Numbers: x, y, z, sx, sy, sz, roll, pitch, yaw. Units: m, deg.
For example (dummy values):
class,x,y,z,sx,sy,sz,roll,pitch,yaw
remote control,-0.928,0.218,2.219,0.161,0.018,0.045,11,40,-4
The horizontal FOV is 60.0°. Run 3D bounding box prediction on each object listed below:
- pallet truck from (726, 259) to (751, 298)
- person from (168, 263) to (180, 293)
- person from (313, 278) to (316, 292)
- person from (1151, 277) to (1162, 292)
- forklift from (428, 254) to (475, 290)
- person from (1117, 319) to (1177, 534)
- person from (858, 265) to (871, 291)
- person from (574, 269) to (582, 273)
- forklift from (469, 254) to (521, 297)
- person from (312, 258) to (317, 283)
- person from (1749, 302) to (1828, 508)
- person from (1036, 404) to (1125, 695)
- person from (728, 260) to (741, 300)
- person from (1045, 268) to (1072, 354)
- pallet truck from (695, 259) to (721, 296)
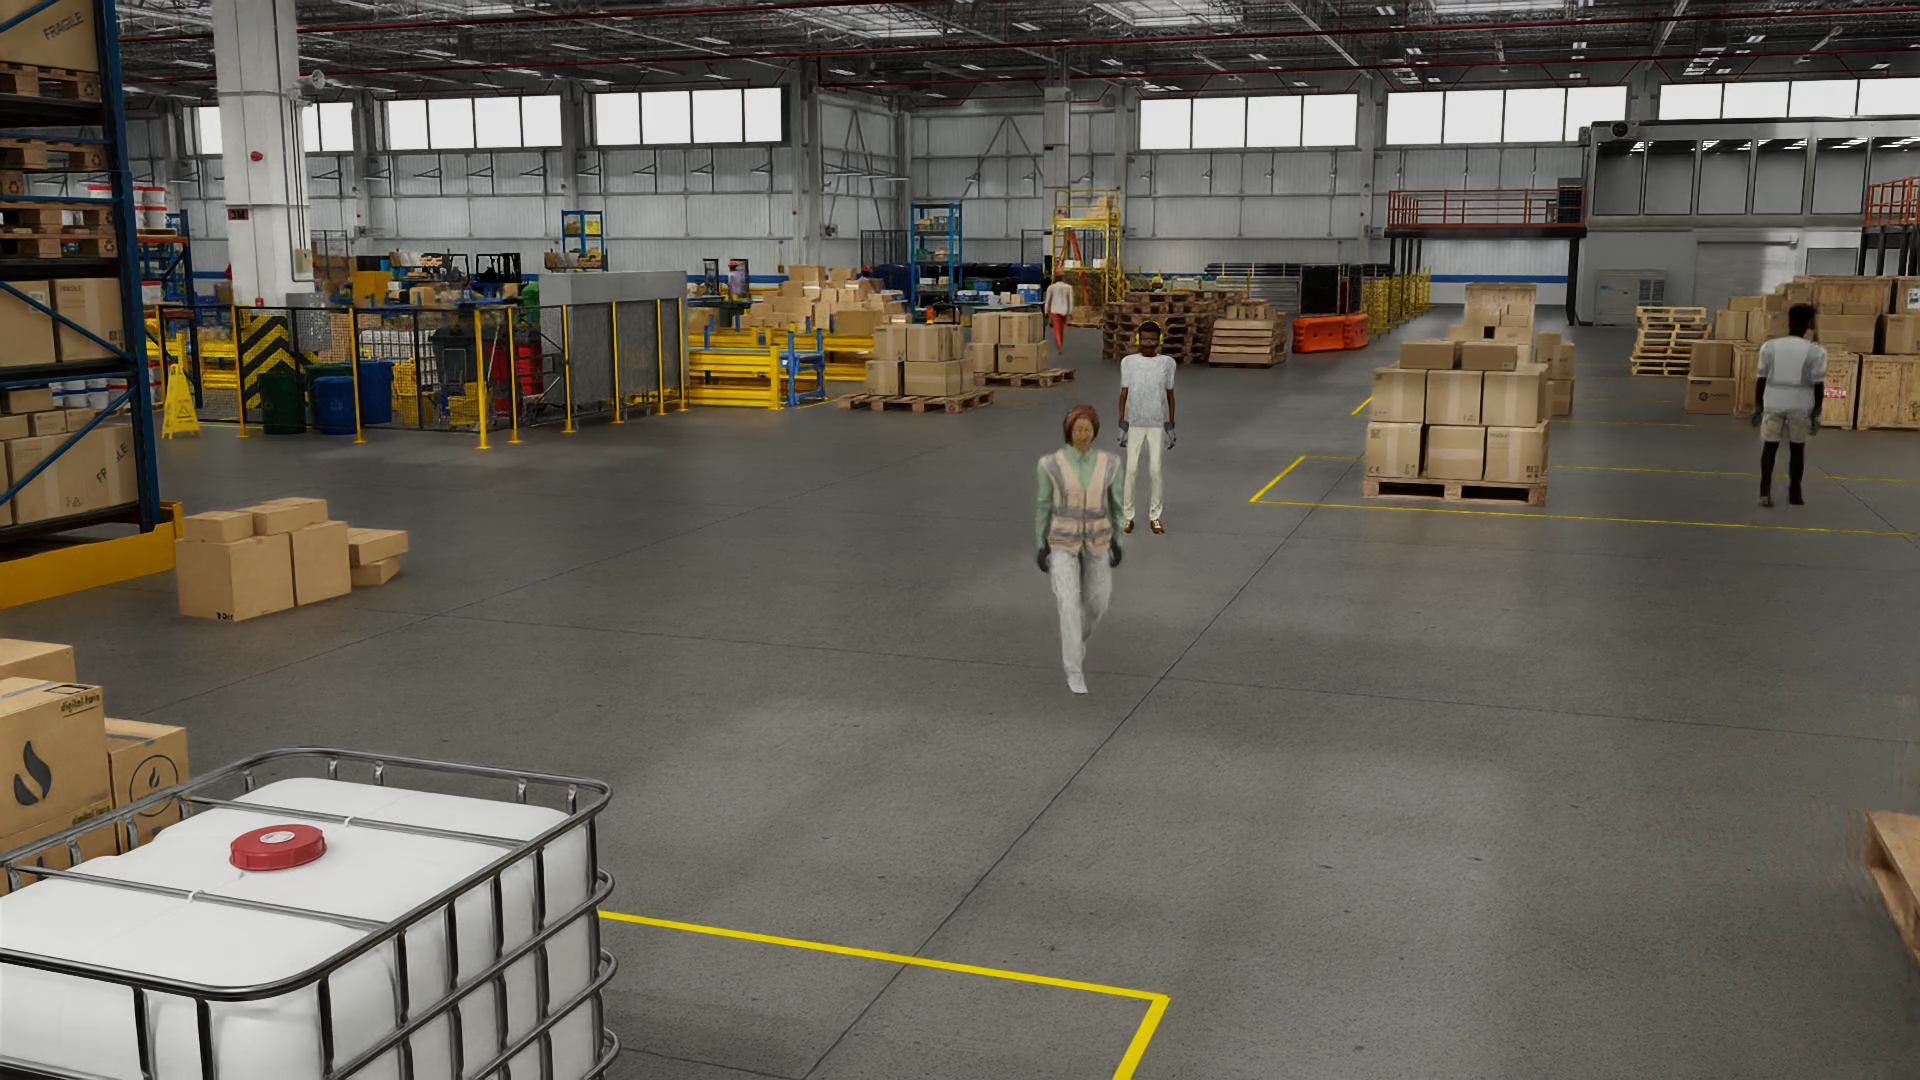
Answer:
class,x,y,z,sx,sy,sz,roll,pitch,yaw
pallet truck,-7.986,-9.493,62.019,0.823,1.965,1.885,3,11,17
person,-29.905,-9.634,63.306,0.715,1.819,0.591,7,13,36
person,-12.892,-4.284,33.036,0.897,1.873,0.649,4,11,24
person,4.686,-5.411,39.748,0.320,1.742,0.492,3,11,17
forklift,-20.133,-10.254,65.465,1.157,1.987,2.680,3,11,19
person,1.619,-0.974,14.423,0.514,1.866,0.329,1,10,5
person,-2.686,-6.856,47.344,0.377,1.932,0.552,4,11,20
person,-13.633,-8.887,59.299,0.400,1.754,0.537,4,11,22
forklift,-17.990,-10.121,64.684,1.157,1.987,2.680,3,11,17
person,-24.626,-9.714,63.272,0.395,1.994,0.612,-3,10,-15
person,7.907,-1.281,15.883,0.629,1.969,0.390,8,13,37
person,0.669,0.026,9.470,0.520,1.623,0.608,-2,10,-10
person,-7.092,-7.825,52.552,0.657,2.026,0.613,5,11,27
person,2.281,-5.246,38.197,0.622,1.970,0.859,-2,10,-10
pallet truck,-9.165,-9.627,62.776,0.823,1.965,1.885,4,11,23
